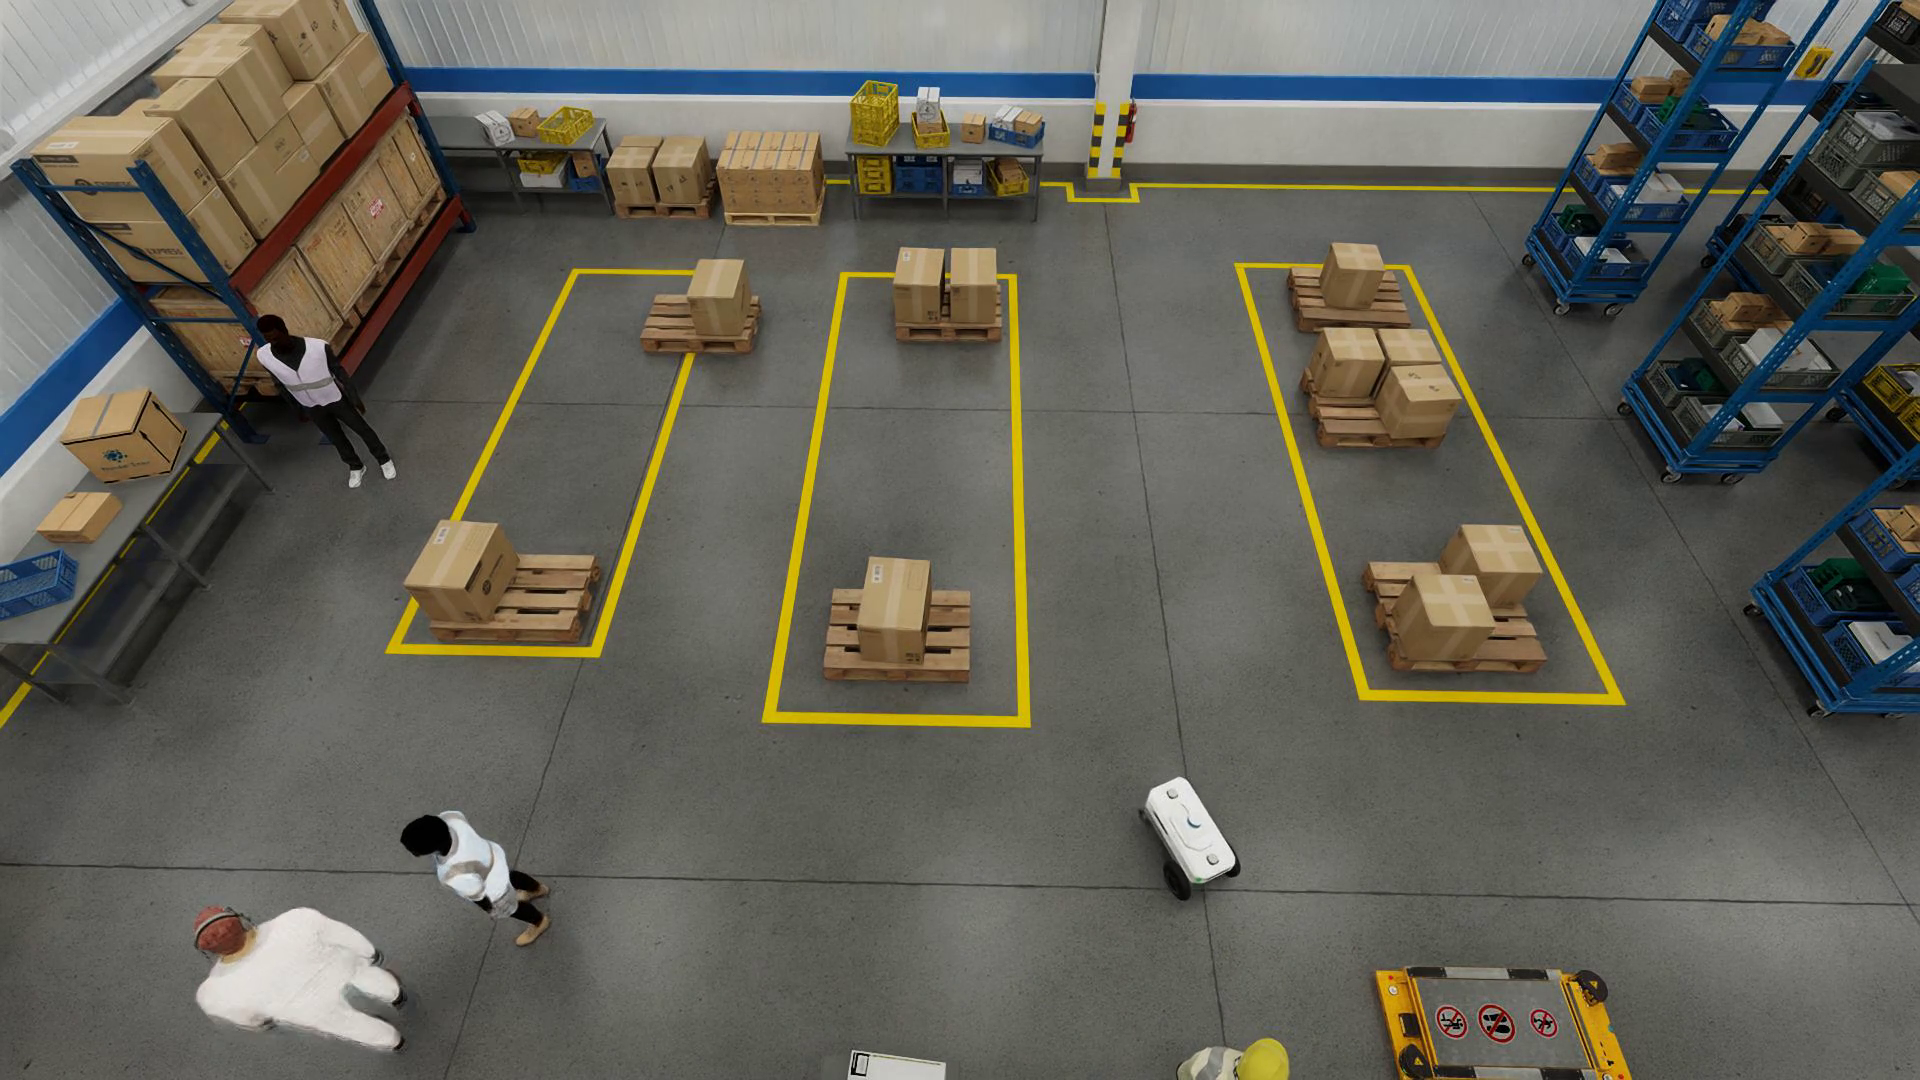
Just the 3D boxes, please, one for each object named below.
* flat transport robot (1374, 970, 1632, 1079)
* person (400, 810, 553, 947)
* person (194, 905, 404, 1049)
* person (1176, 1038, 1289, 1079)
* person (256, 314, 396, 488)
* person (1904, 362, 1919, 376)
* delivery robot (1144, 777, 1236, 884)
[{"bbox_3d":[3.501,3.133,5.914,1.431,0.197,0.652,1,51,1],"label":"flat transport robot"},{"bbox_3d":[-3.023,2.137,5.818,0.322,1.686,0.541,-22,54,-17],"label":"person"},{"bbox_3d":[-3.838,2.545,5.357,0.658,1.882,0.669,26,56,20],"label":"person"},{"bbox_3d":[1.456,3.039,4.989,0.589,1.834,0.403,27,56,20],"label":"person"},{"bbox_3d":[-5.858,-1.290,8.465,0.591,1.920,0.393,-14,52,-11],"label":"person"},{"bbox_3d":[10.567,-2.256,9.238,0.605,1.933,0.867,-33,58,-24],"label":"person"},{"bbox_3d":[1.632,2.072,6.533,0.477,0.478,0.707,-19,52,-15],"label":"delivery robot"}]
